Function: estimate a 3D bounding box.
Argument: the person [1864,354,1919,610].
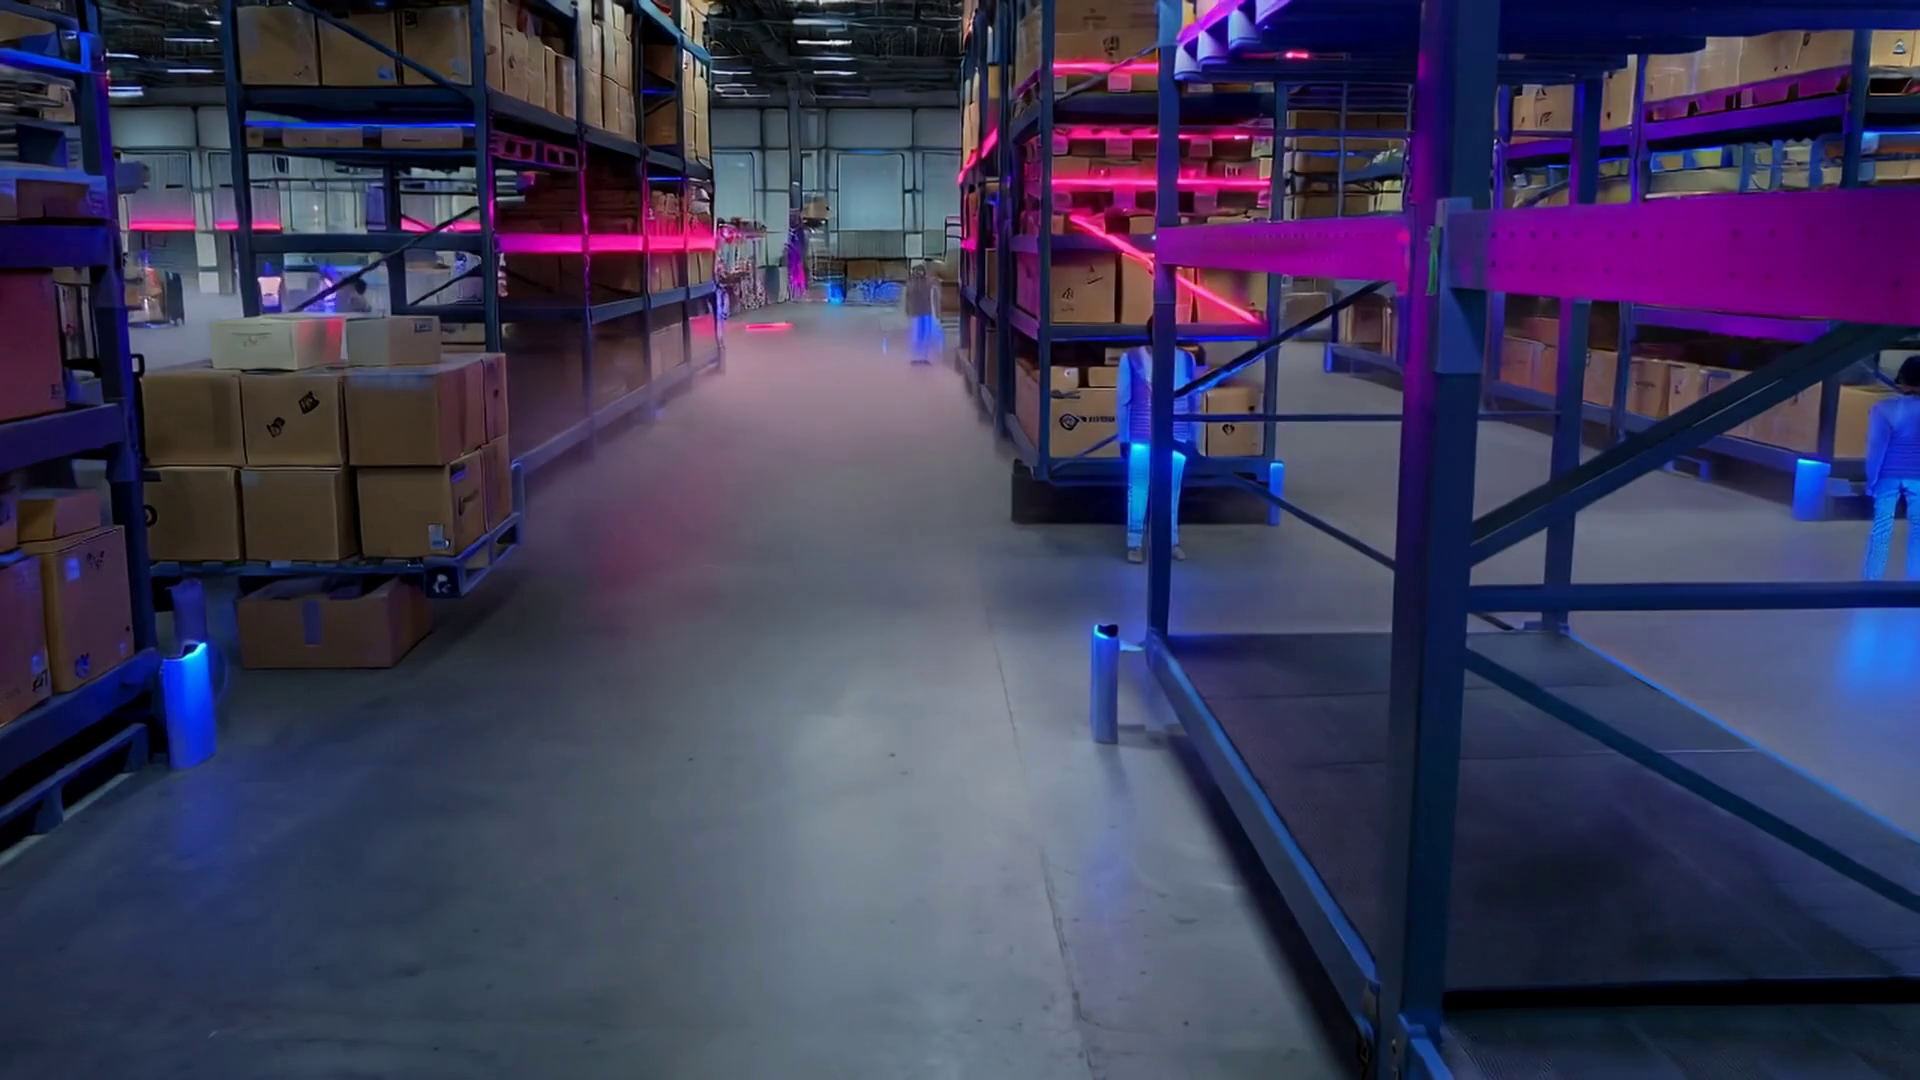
[{"bbox_3d":[6.071,-0.372,10.668,0.508,1.632,0.271,10,14,44],"label":"person"}]

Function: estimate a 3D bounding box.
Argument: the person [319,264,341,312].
[{"bbox_3d":[-12.995,-4.717,34.185,0.995,1.896,0.564,0,10,2],"label":"person"}]

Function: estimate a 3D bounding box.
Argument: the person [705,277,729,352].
[{"bbox_3d":[-5.105,-4.745,35.107,0.499,1.600,0.794,3,11,15],"label":"person"}]

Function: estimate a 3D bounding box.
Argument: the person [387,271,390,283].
[{"bbox_3d":[-18.757,-8.394,55.213,0.321,1.690,0.533,8,13,39],"label":"person"}]

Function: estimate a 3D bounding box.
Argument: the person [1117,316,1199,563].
[{"bbox_3d":[1.461,-0.748,12.184,0.633,1.841,0.429,-2,10,-13],"label":"person"}]

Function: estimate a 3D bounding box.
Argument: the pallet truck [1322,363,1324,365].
[{"bbox_3d":[7.712,-4.157,30.737,1.885,1.965,0.823,3,11,16],"label":"pallet truck"}]

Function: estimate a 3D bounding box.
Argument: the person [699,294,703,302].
[{"bbox_3d":[-5.715,-4.851,35.127,0.620,1.831,1.007,-1,10,-7],"label":"person"}]

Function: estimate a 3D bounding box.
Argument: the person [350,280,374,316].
[{"bbox_3d":[-10.885,-3.908,30.320,0.863,1.651,0.542,1,10,8],"label":"person"}]

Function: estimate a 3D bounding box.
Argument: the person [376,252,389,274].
[{"bbox_3d":[-24.108,-11.107,69.651,0.679,1.942,0.973,6,12,31],"label":"person"}]

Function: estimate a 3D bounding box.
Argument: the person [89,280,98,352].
[{"bbox_3d":[-18.258,-4.898,35.244,0.336,1.865,0.521,-3,11,-19],"label":"person"}]

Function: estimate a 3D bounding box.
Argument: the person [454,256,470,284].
[{"bbox_3d":[-18.080,-9.415,60.485,0.484,1.832,0.642,7,12,34],"label":"person"}]

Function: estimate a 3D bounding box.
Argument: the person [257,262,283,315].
[{"bbox_3d":[-15.335,-5.226,36.960,0.460,1.902,0.624,7,12,35],"label":"person"}]

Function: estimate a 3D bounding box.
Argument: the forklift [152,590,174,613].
[{"bbox_3d":[-5.858,-0.811,9.639,1.873,2.768,1.129,-1,10,-3],"label":"forklift"}]

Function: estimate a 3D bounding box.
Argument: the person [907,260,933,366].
[{"bbox_3d":[-0.737,-4.291,31.491,0.396,1.993,0.617,9,14,42],"label":"person"}]

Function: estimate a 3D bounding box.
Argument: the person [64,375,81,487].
[{"bbox_3d":[-7.105,-0.766,12.796,0.689,1.669,0.428,-8,13,-39],"label":"person"}]

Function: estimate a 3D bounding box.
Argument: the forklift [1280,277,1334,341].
[{"bbox_3d":[8.618,-6.134,39.292,1.873,2.768,1.129,-1,10,-3],"label":"forklift"}]

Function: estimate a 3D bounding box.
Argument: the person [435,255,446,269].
[{"bbox_3d":[-16.252,-8.028,52.582,0.918,1.905,0.635,0,10,0],"label":"person"}]
